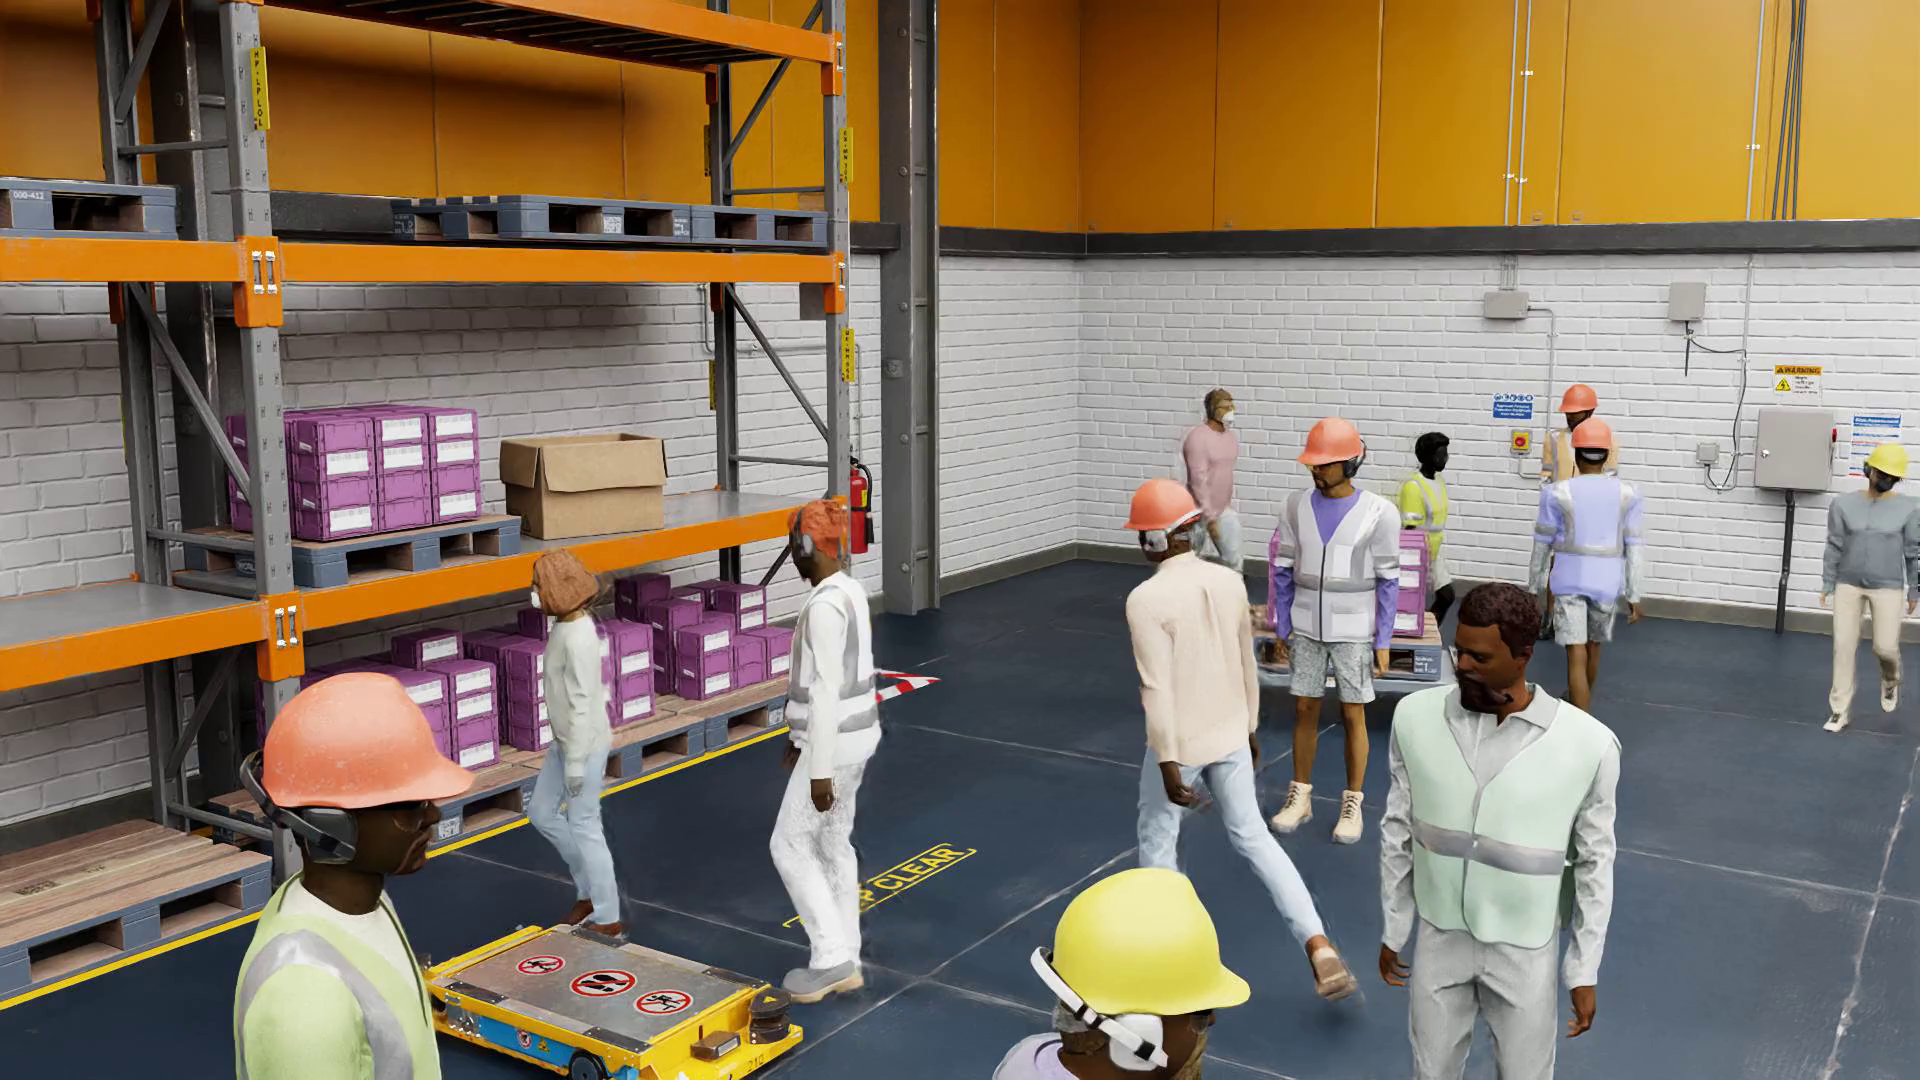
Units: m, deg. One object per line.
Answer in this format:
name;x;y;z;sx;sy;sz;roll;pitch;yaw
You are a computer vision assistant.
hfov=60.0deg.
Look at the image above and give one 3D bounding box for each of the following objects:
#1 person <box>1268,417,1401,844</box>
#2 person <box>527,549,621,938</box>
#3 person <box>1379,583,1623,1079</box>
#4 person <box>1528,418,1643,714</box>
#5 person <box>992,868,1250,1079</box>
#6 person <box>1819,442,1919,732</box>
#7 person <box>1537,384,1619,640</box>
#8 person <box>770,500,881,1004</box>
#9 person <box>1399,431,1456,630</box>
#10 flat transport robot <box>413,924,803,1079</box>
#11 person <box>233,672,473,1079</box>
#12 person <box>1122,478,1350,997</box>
person;1.769;0.431;7.929;0.609;2.036;0.402;6;11;34
person;-1.544;0.833;6.630;0.386;1.614;0.527;-3;9;-19
person;1.386;1.044;4.348;0.590;1.913;0.393;6;11;34
person;3.561;0.247;9.578;0.574;1.891;0.949;1;9;5
person;0.227;1.373;2.474;0.404;1.827;0.600;-2;9;-13
person;5.439;0.270;9.911;0.529;1.743;0.560;8;12;41
person;4.548;-0.187;12.290;0.547;1.930;0.382;6;11;34
person;-0.525;0.779;6.258;0.440;1.858;0.633;1;9;7
person;3.145;0.100;11.224;0.499;1.675;0.571;7;11;40
flat transport robot;-1.317;1.631;5.844;1.431;0.197;0.652;6;10;32
person;-0.982;1.221;2.775;0.397;2.043;0.609;-2;9;-16
person;0.974;0.752;6.183;0.645;1.944;0.984;-6;11;-36
